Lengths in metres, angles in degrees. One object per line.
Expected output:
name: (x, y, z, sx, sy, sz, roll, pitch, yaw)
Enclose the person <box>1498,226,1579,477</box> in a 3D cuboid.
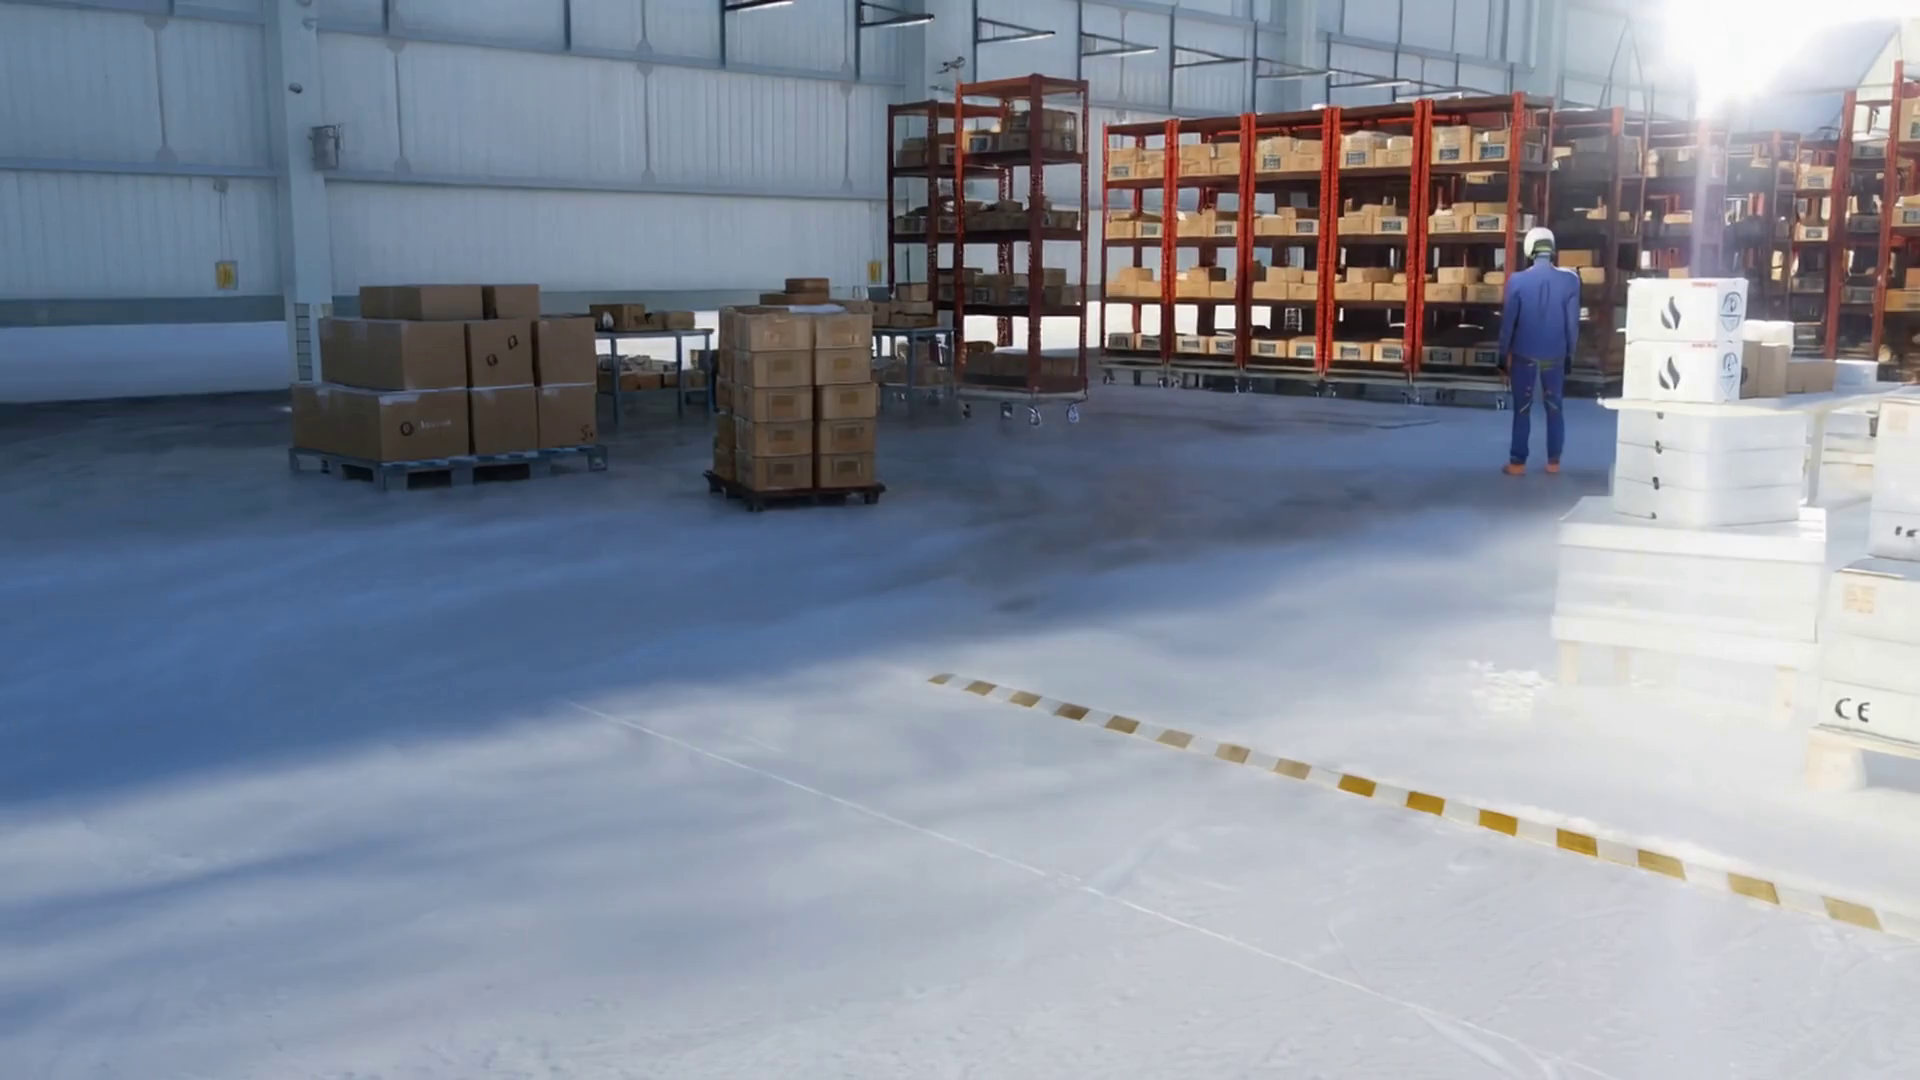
person: (4.586, -1.486, 13.218, 0.609, 1.990, 0.390, 0, 9, 2)
